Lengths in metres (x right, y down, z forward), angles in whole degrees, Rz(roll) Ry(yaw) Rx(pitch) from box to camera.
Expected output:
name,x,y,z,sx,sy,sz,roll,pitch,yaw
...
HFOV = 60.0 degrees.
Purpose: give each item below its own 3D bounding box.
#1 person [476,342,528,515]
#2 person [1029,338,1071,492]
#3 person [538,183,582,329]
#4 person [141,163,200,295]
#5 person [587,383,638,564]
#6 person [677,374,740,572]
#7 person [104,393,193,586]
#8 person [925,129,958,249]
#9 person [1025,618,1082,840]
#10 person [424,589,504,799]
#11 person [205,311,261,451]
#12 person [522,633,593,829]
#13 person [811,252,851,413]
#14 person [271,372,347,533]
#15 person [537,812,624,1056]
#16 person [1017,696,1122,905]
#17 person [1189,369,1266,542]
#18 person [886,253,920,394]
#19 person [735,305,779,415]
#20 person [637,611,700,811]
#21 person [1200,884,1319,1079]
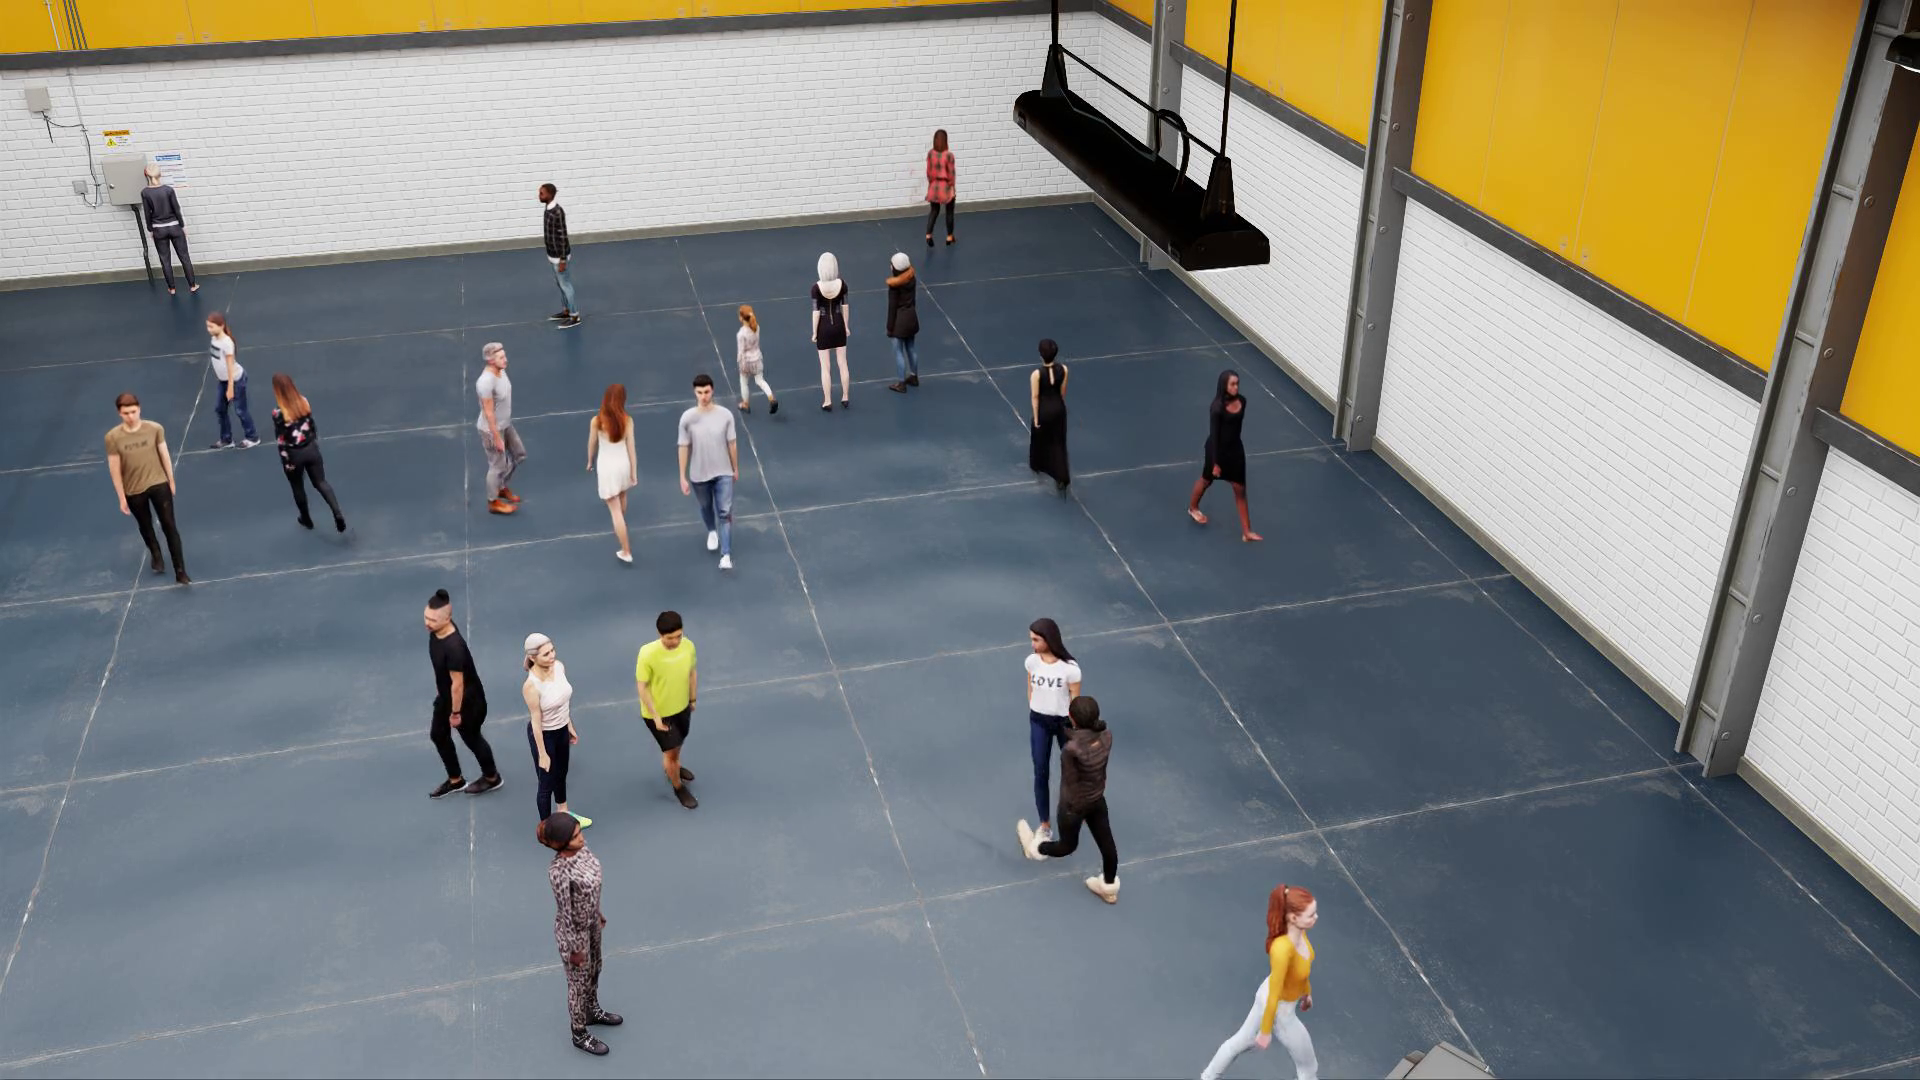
name,x,y,z,sx,sy,sz,roll,pitch,yaw
person,-4.611,-1.093,16.225,0.883,1.802,0.704,1,29,1
person,0.938,-1.216,16.700,0.626,1.562,1.035,-10,30,-18
person,-4.994,-3.566,20.741,0.781,1.819,0.572,-15,32,-25
person,-10.400,-4.093,21.804,0.613,1.725,0.535,-9,30,-17
person,-3.188,-0.588,15.452,0.696,1.656,1.157,-12,31,-21
person,-2.312,-0.671,15.411,0.781,1.841,1.187,-4,29,-8
person,-7.420,-0.494,15.121,0.907,1.807,1.236,-16,32,-27
person,-0.300,-4.893,23.311,0.949,1.688,1.019,14,32,24
person,0.717,1.305,11.897,1.043,1.737,1.199,8,30,15
person,-3.572,1.110,12.143,0.896,1.843,0.821,-16,32,-26
person,-7.669,-1.713,17.622,0.792,1.553,0.824,23,36,36
person,-2.905,1.393,11.772,0.740,1.702,0.636,8,30,15
person,-1.431,-2.304,18.417,0.618,1.829,0.552,-12,31,-21
person,-6.220,-0.800,15.832,1.036,1.665,0.899,22,35,34
person,-2.295,2.342,10.019,0.727,1.714,0.633,5,29,10
person,0.743,1.704,11.266,0.822,1.640,1.046,-16,33,-27
person,2.450,-0.822,15.872,0.948,1.664,1.280,-19,34,-31
person,-0.645,-2.484,18.954,0.782,1.631,0.738,20,34,32
person,-2.253,-1.967,18.358,0.922,1.294,0.786,23,36,35
person,-2.192,1.191,12.186,0.960,1.660,0.846,23,36,36
person,1.719,2.669,9.447,1.113,1.688,1.232,8,30,14
